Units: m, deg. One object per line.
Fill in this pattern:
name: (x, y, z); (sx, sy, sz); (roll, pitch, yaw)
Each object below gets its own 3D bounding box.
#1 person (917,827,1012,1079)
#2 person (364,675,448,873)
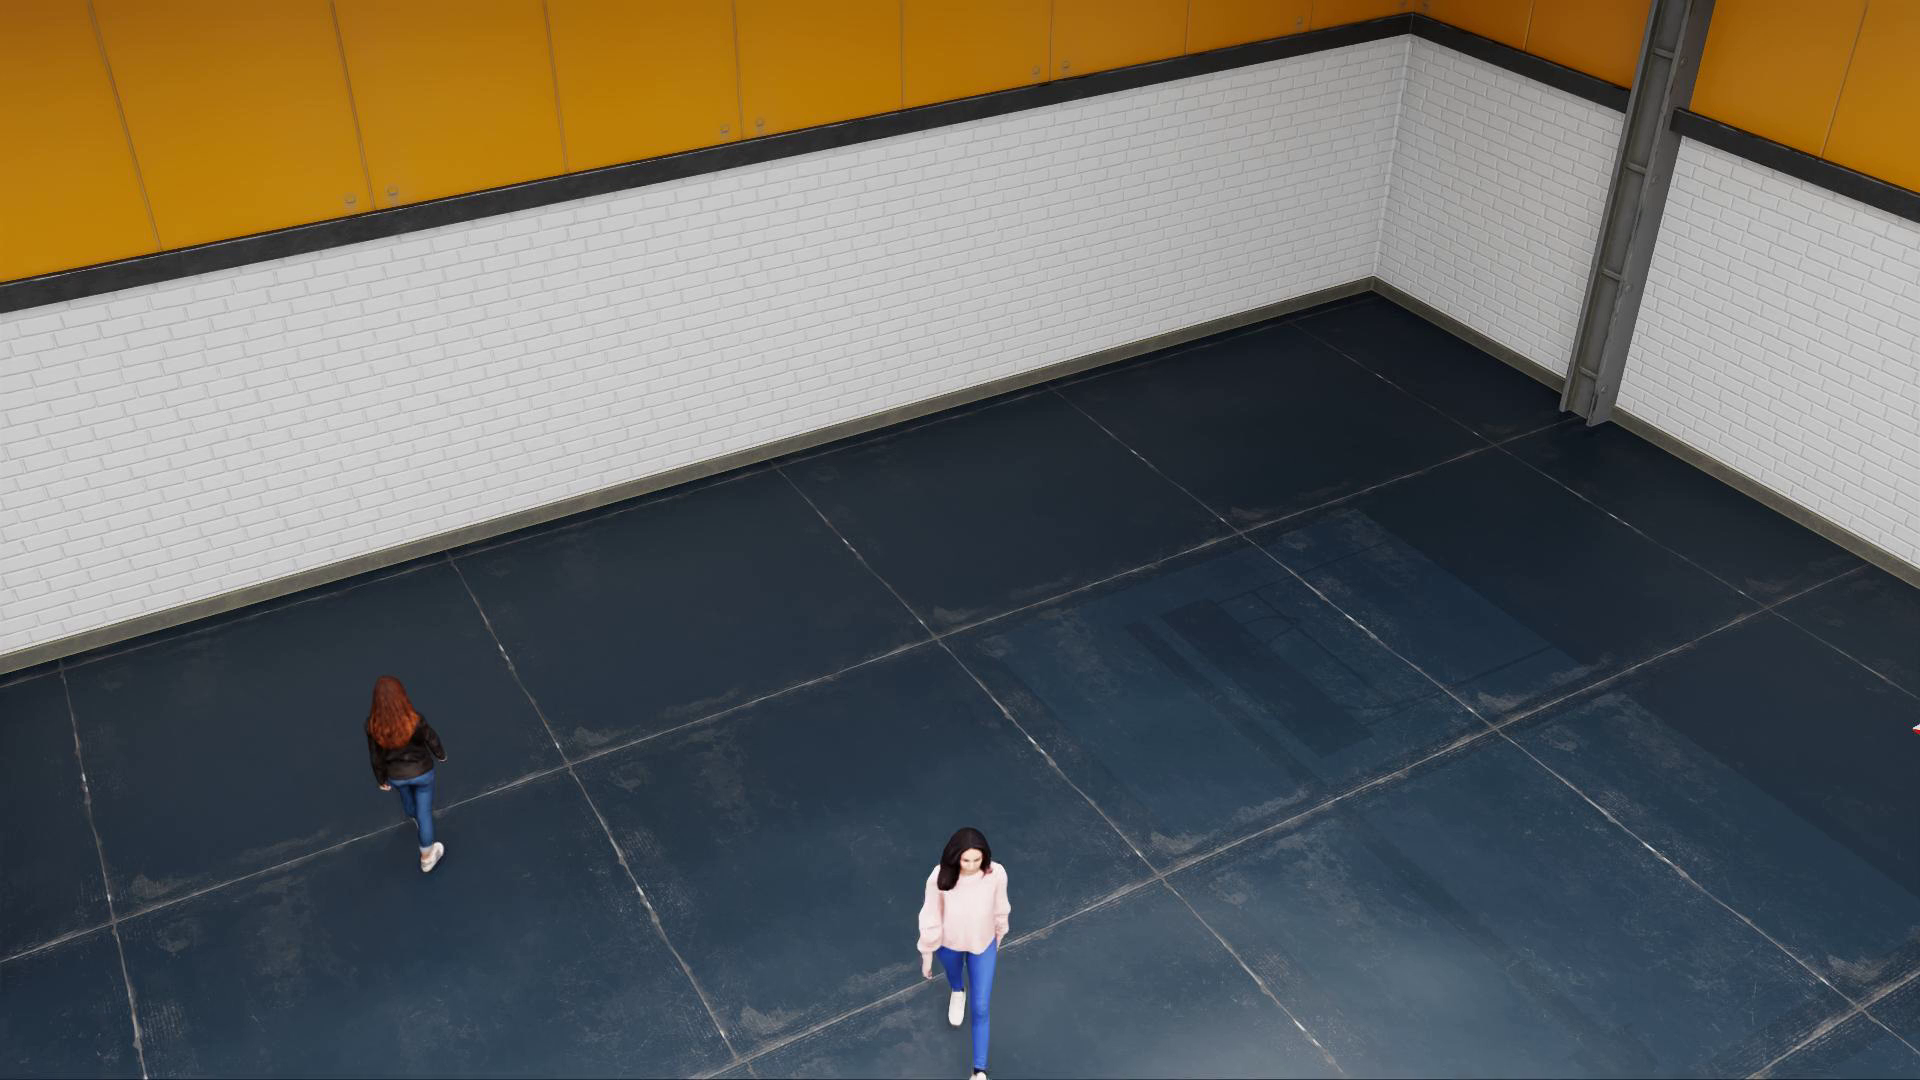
person: (0.015, 2.213, 9.352); (1.065, 1.711, 1.259); (1, 34, 2)
person: (-3.522, 1.512, 10.634); (0.786, 1.459, 0.939); (-3, 34, -4)
